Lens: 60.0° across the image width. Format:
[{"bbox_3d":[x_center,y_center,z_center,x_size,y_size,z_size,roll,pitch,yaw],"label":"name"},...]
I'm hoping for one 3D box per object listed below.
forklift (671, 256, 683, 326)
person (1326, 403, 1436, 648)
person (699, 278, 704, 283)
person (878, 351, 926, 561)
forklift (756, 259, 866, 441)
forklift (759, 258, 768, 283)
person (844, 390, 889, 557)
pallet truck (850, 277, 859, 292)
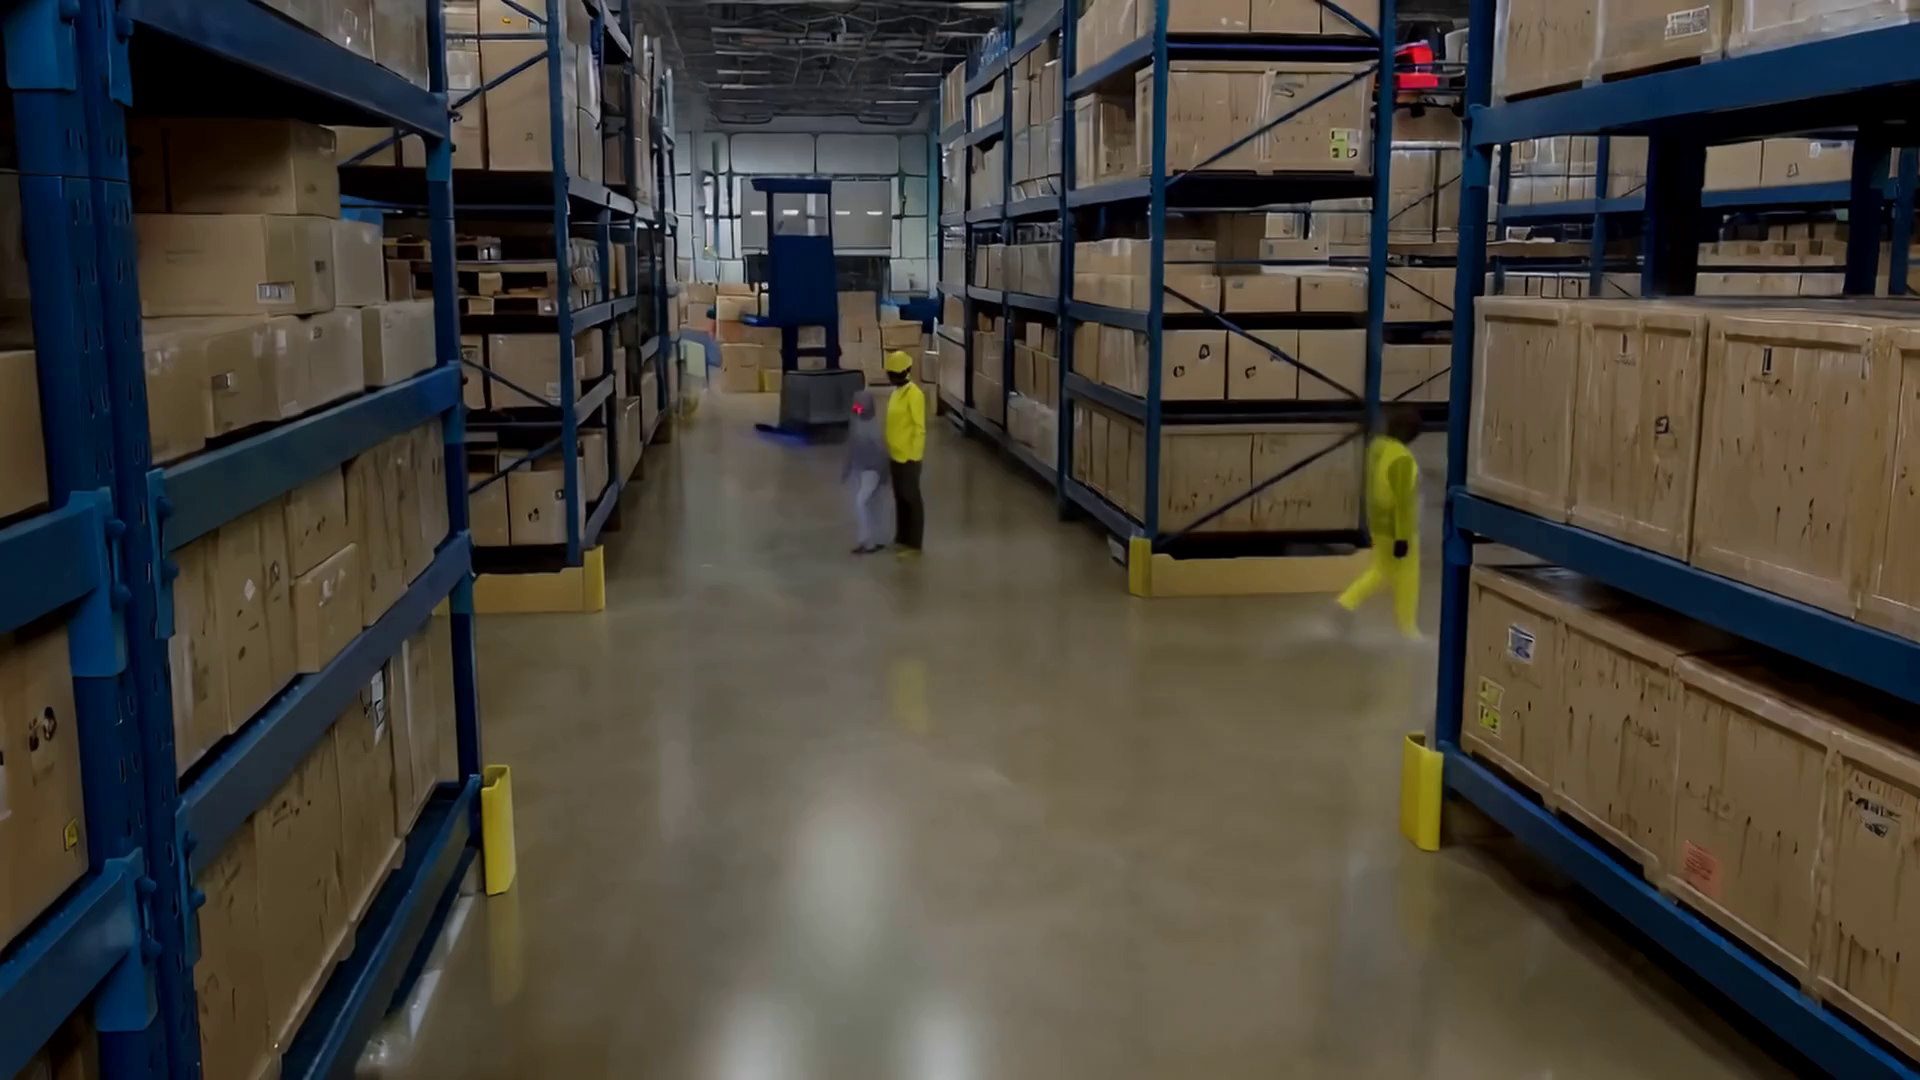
[{"bbox_3d":[-10.866,-8.982,60.854,1.129,2.768,1.873,-4,11,-22],"label":"forklift"},{"bbox_3d":[3.138,-0.099,12.209,0.712,1.826,0.634,-1,10,-6],"label":"person"},{"bbox_3d":[-10.679,-9.894,68.951,0.546,1.934,0.381,-4,11,-22],"label":"person"},{"bbox_3d":[-0.541,-0.800,15.810,0.392,1.990,0.612,-5,11,-25],"label":"person"},{"bbox_3d":[-2.346,-3.041,26.267,1.129,2.768,1.873,-6,11,-32],"label":"forklift"},{"bbox_3d":[-6.951,-9.037,61.177,1.129,2.768,1.873,-7,12,-34],"label":"forklift"},{"bbox_3d":[-0.920,-0.639,15.973,0.629,1.604,0.516,-7,12,-34],"label":"person"},{"bbox_3d":[-3.782,-9.391,65.808,1.885,1.965,0.823,2,10,10],"label":"pallet truck"}]
